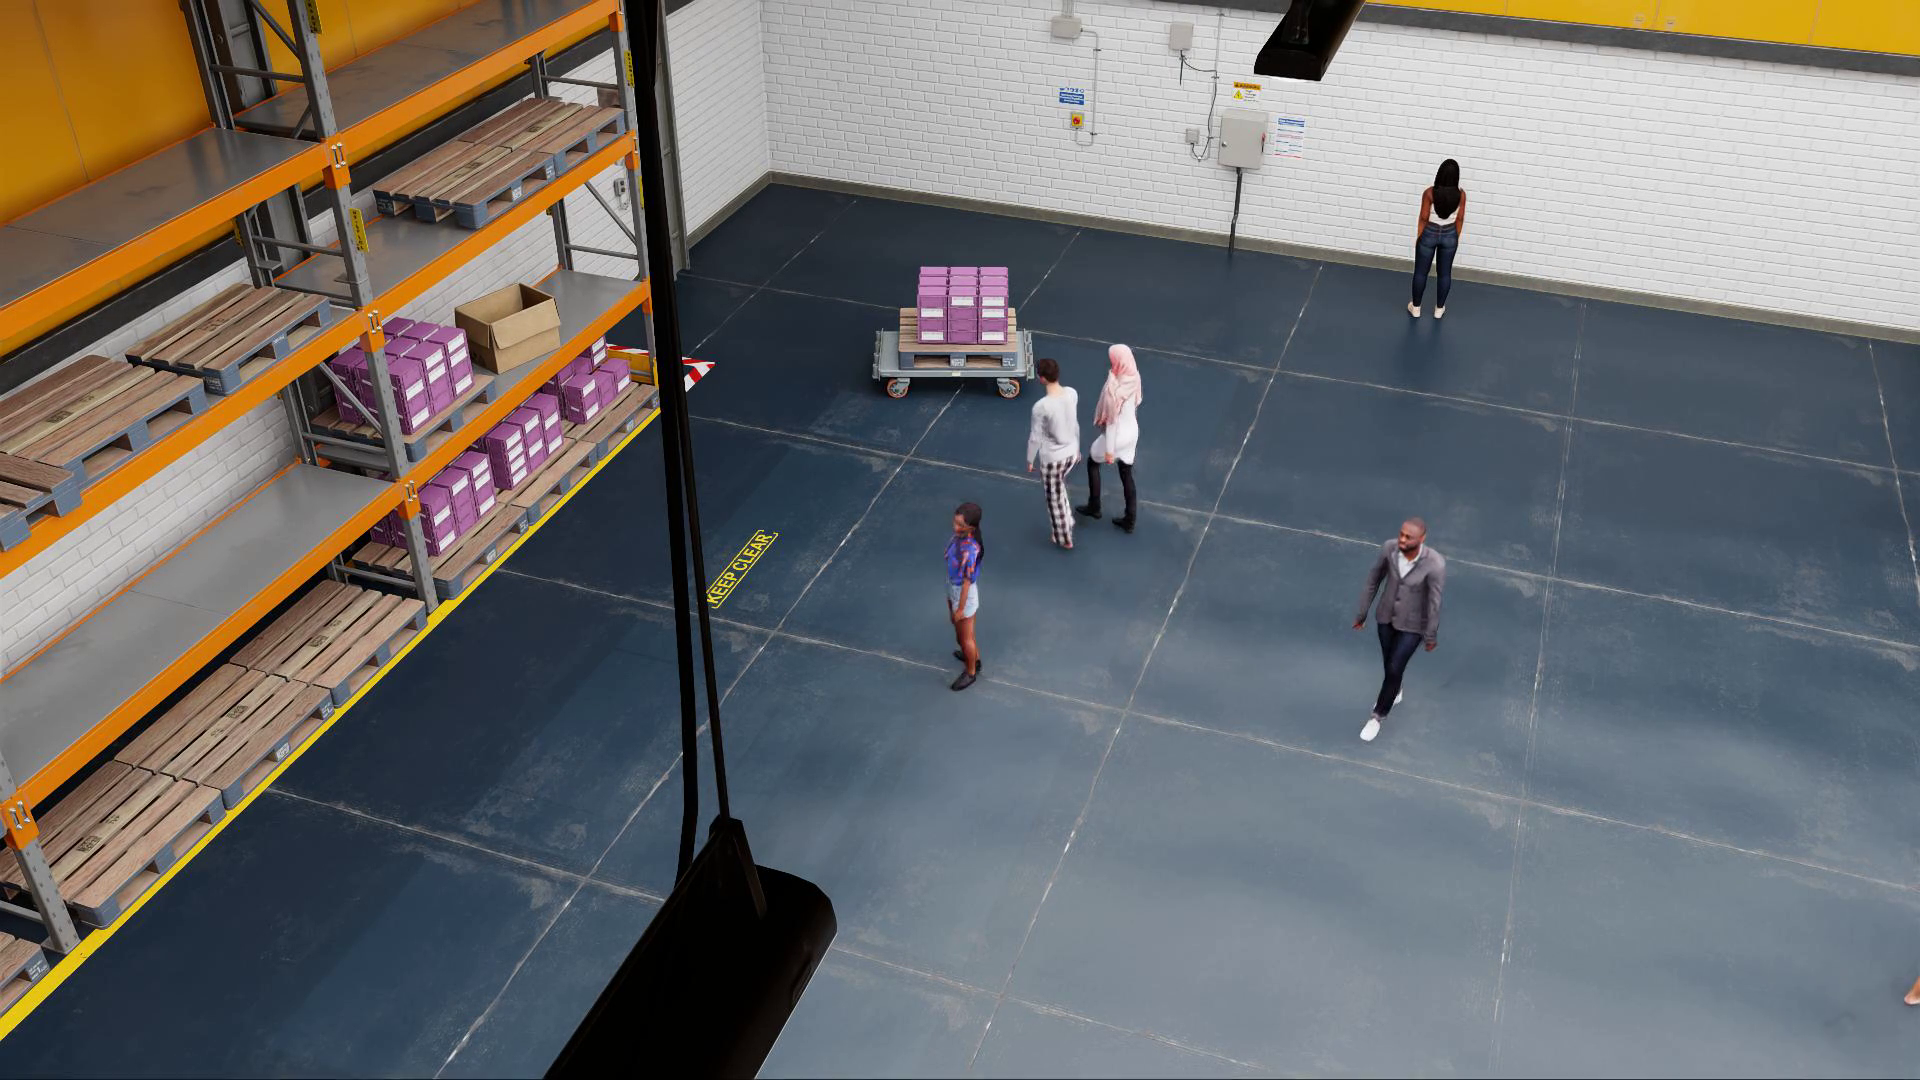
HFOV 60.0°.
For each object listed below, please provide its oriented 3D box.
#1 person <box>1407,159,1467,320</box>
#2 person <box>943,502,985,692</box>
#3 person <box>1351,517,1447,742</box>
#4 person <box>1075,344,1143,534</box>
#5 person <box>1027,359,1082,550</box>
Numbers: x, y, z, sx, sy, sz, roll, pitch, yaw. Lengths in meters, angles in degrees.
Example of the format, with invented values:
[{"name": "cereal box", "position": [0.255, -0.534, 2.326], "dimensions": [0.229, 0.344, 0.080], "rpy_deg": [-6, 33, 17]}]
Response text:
[{"name": "person", "position": [5.230, -3.291, 18.180], "dimensions": [0.682, 1.810, 0.658], "rpy_deg": [5, 34, 8]}, {"name": "person", "position": [0.039, 0.412, 12.688], "dimensions": [0.884, 1.722, 0.724], "rpy_deg": [1, 34, 2]}, {"name": "person", "position": [3.333, 0.574, 12.382], "dimensions": [1.115, 1.792, 0.993], "rpy_deg": [-28, 42, -35]}, {"name": "person", "position": [1.462, -0.843, 14.523], "dimensions": [0.875, 1.781, 0.885], "rpy_deg": [26, 41, 33]}, {"name": "person", "position": [0.885, -0.680, 14.238], "dimensions": [0.808, 1.826, 0.881], "rpy_deg": [-21, 39, -28]}]
